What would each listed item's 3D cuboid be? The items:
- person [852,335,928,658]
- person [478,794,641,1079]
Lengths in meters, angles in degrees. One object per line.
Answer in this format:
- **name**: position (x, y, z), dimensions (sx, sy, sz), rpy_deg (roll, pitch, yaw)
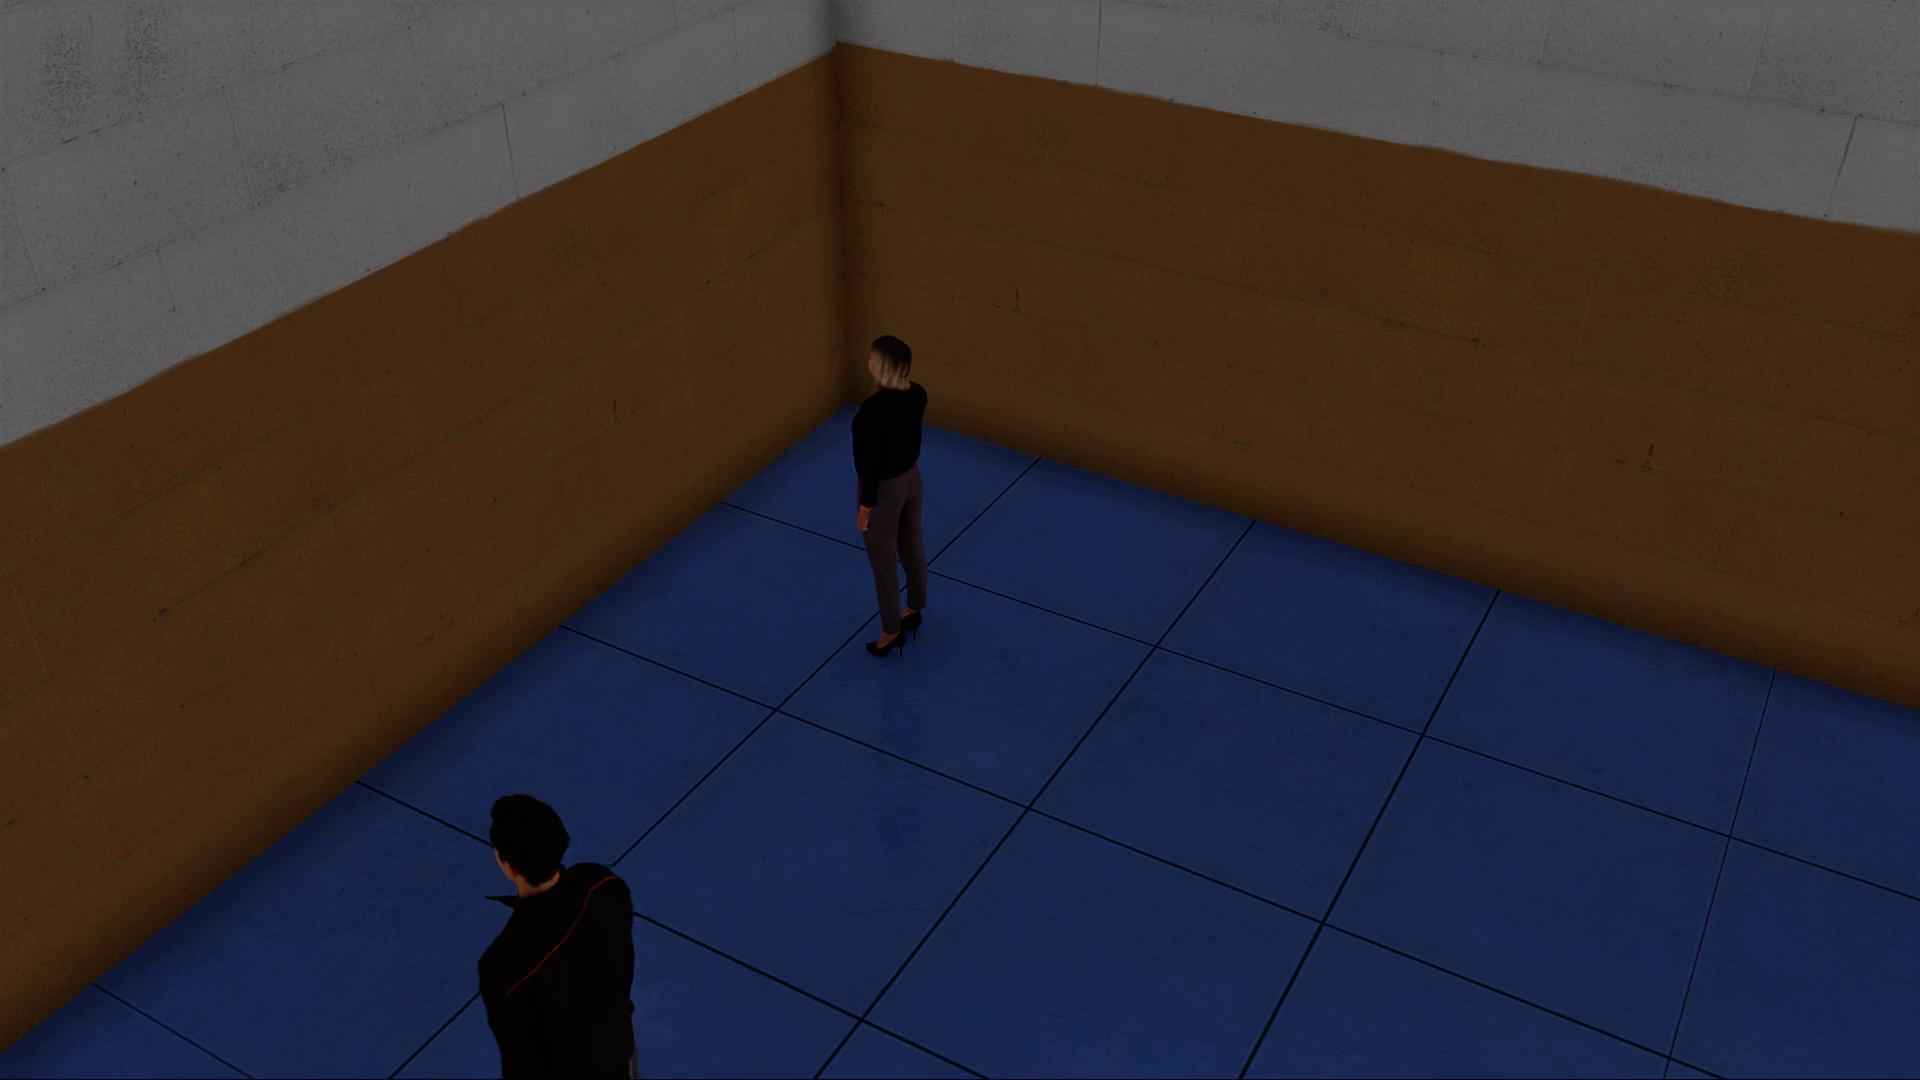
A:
- **person**: position (-0.309, -0.188, 7.729), dimensions (0.660, 1.672, 0.469), rpy_deg (20, 39, 27)
- **person**: position (-1.134, 1.520, 4.915), dimensions (0.767, 1.945, 0.532), rpy_deg (16, 37, 22)
